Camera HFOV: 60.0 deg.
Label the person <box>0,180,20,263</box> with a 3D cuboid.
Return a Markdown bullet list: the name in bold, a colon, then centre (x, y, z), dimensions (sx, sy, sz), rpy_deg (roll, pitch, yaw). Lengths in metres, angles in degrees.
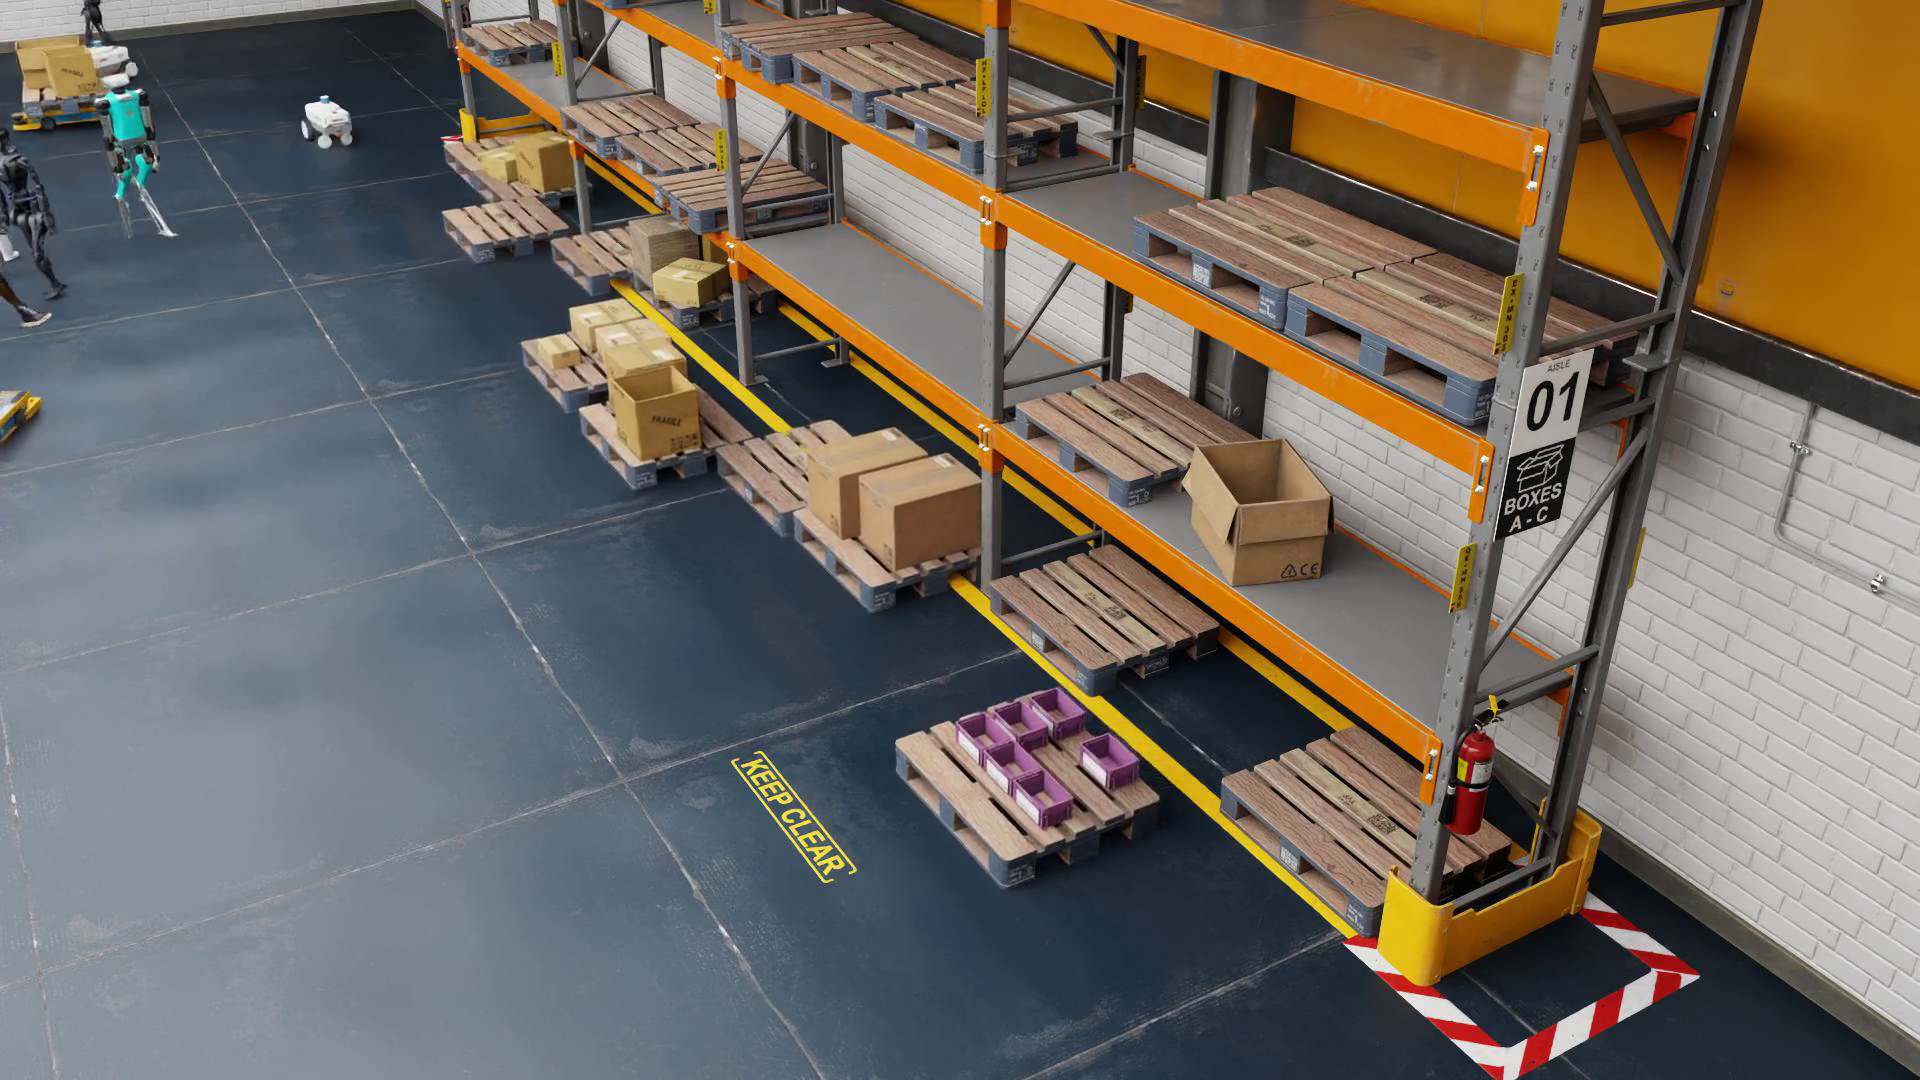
- **person**: centre (-9.785, -3.568, 16.474), dimensions (0.465, 1.706, 0.368), rpy_deg (-5, 30, -9)

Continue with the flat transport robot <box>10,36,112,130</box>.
- **flat transport robot**: centre (-11.355, -5.493, 21.330), dimensions (1.431, 0.231, 0.659), rpy_deg (-13, 32, -22)

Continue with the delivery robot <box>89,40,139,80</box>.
- **delivery robot**: centre (-11.842, -6.594, 22.971), dimensions (0.499, 0.583, 0.767), rpy_deg (12, 32, 20)

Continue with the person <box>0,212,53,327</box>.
- **person**: centre (-8.826, -2.834, 14.979), dimensions (1.037, 1.894, 0.651), rpy_deg (1, 30, 1)

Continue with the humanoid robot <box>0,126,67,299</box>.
- **humanoid robot**: centre (-8.793, -3.101, 15.682), dimensions (0.613, 1.642, 0.362), rpy_deg (9, 31, 15)

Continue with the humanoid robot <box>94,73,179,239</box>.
- **humanoid robot**: centre (-8.577, -3.886, 17.090), dimensions (0.794, 1.865, 0.537), rpy_deg (22, 36, 33)

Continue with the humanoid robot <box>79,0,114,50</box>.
- **humanoid robot**: centre (-12.389, -7.565, 23.580), dimensions (0.697, 1.636, 0.602), rpy_deg (-13, 32, -22)

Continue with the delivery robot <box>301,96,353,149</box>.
- **delivery robot**: centre (-7.786, -5.153, 20.458), dimensions (0.525, 0.614, 0.785), rpy_deg (-21, 36, -33)

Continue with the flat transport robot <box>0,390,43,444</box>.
- **flat transport robot**: centre (-7.867, -0.833, 13.102), dimensions (0.659, 0.231, 1.431), rpy_deg (-2, 30, -4)
